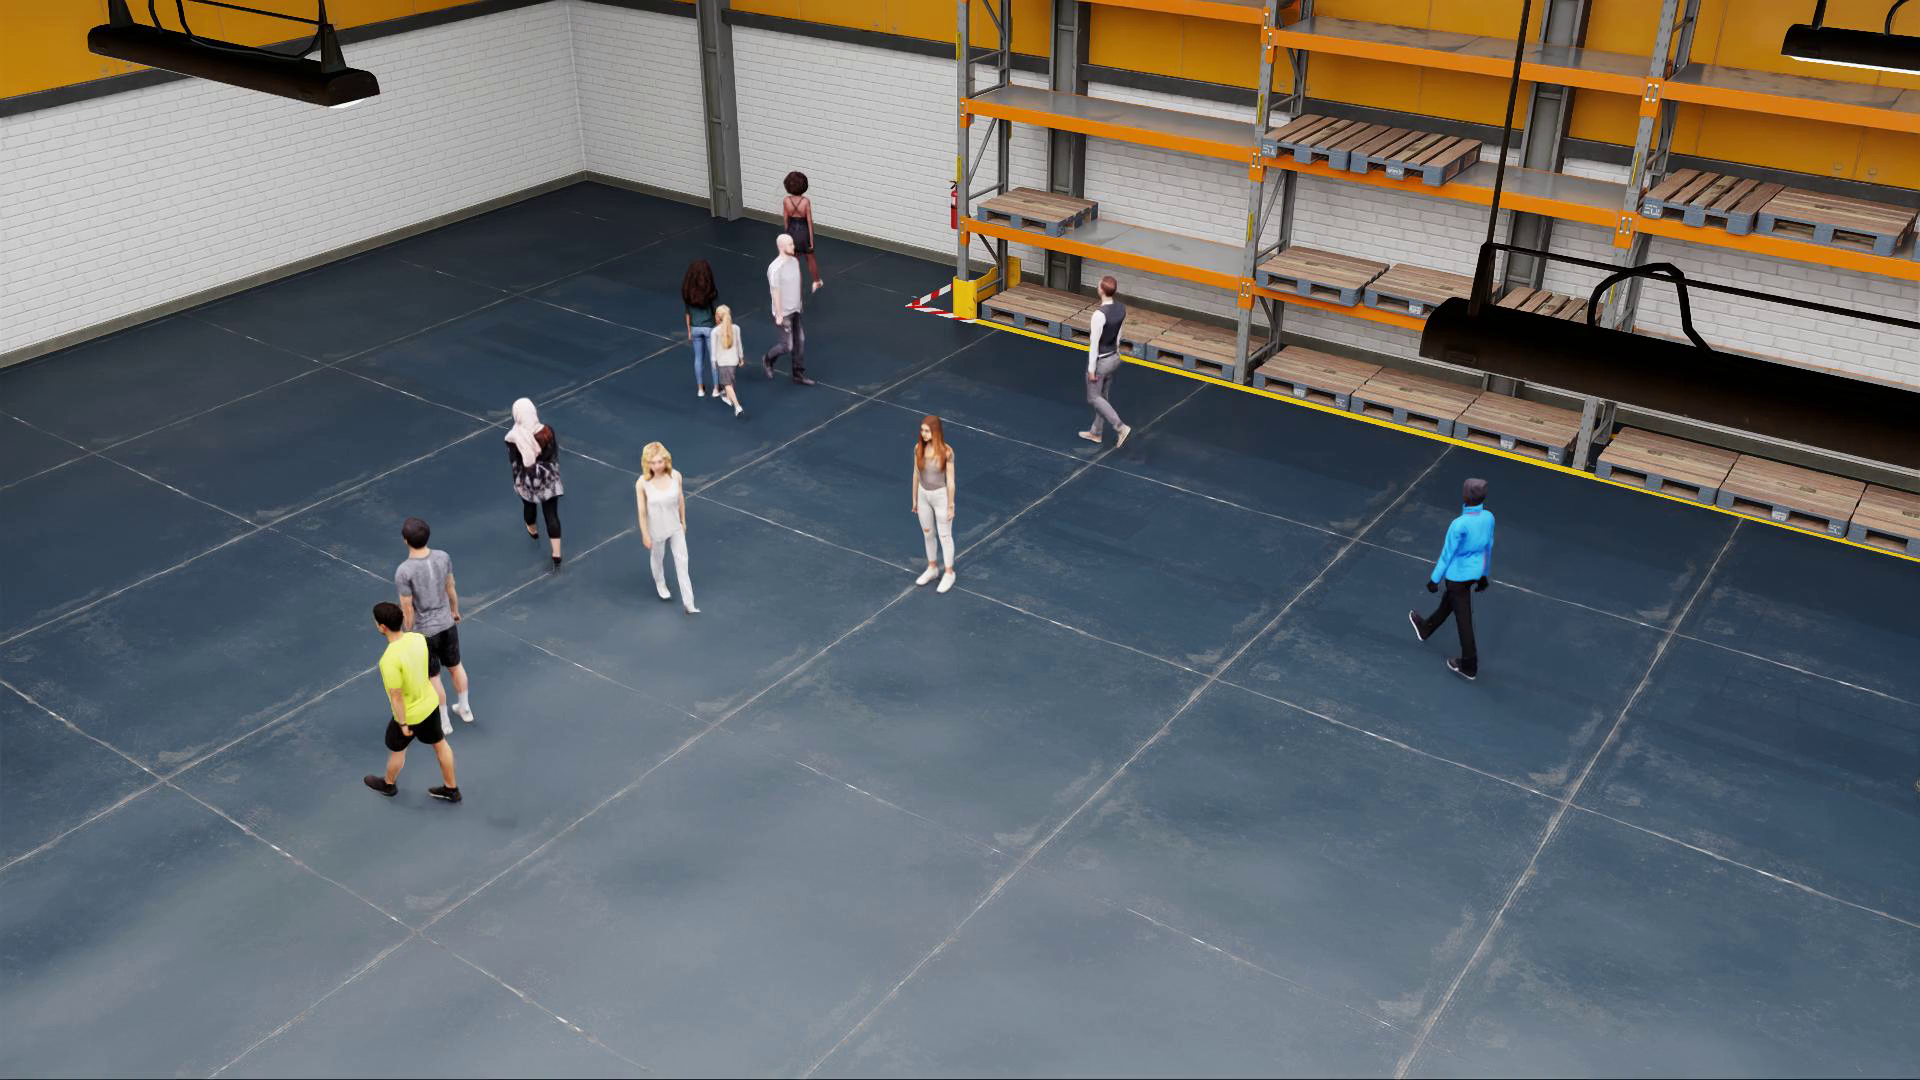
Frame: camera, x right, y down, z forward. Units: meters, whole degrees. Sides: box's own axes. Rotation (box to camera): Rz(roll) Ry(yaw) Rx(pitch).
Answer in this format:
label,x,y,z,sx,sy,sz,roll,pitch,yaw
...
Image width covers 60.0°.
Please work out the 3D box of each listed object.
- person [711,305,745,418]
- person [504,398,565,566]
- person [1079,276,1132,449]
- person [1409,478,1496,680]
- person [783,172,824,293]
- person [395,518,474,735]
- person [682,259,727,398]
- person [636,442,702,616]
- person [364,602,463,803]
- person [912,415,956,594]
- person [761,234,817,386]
label,x,y,z,sx,sy,sz,roll,pitch,yaw
person,-2.584,-1.994,18.642,0.716,1.251,0.940,-17,33,-28
person,-3.928,-0.520,15.591,1.019,1.585,1.228,-12,31,-22
person,1.592,-1.868,17.714,1.034,1.918,0.758,25,37,38
person,4.245,0.362,13.804,0.922,1.749,1.198,-17,33,-29
person,-2.107,-3.810,21.459,1.094,1.742,0.949,6,29,10
person,-4.153,0.676,13.099,0.545,1.872,0.666,21,35,33
person,-2.932,-2.424,19.051,0.665,1.615,0.759,4,29,8
person,-2.673,-0.143,14.858,0.949,1.624,1.157,-13,31,-23
person,-3.954,1.234,12.278,1.026,1.678,0.742,12,31,20
person,-0.216,-0.358,15.155,0.463,1.718,0.655,16,32,26
person,-2.061,-2.656,19.263,0.899,1.819,0.712,16,32,26
